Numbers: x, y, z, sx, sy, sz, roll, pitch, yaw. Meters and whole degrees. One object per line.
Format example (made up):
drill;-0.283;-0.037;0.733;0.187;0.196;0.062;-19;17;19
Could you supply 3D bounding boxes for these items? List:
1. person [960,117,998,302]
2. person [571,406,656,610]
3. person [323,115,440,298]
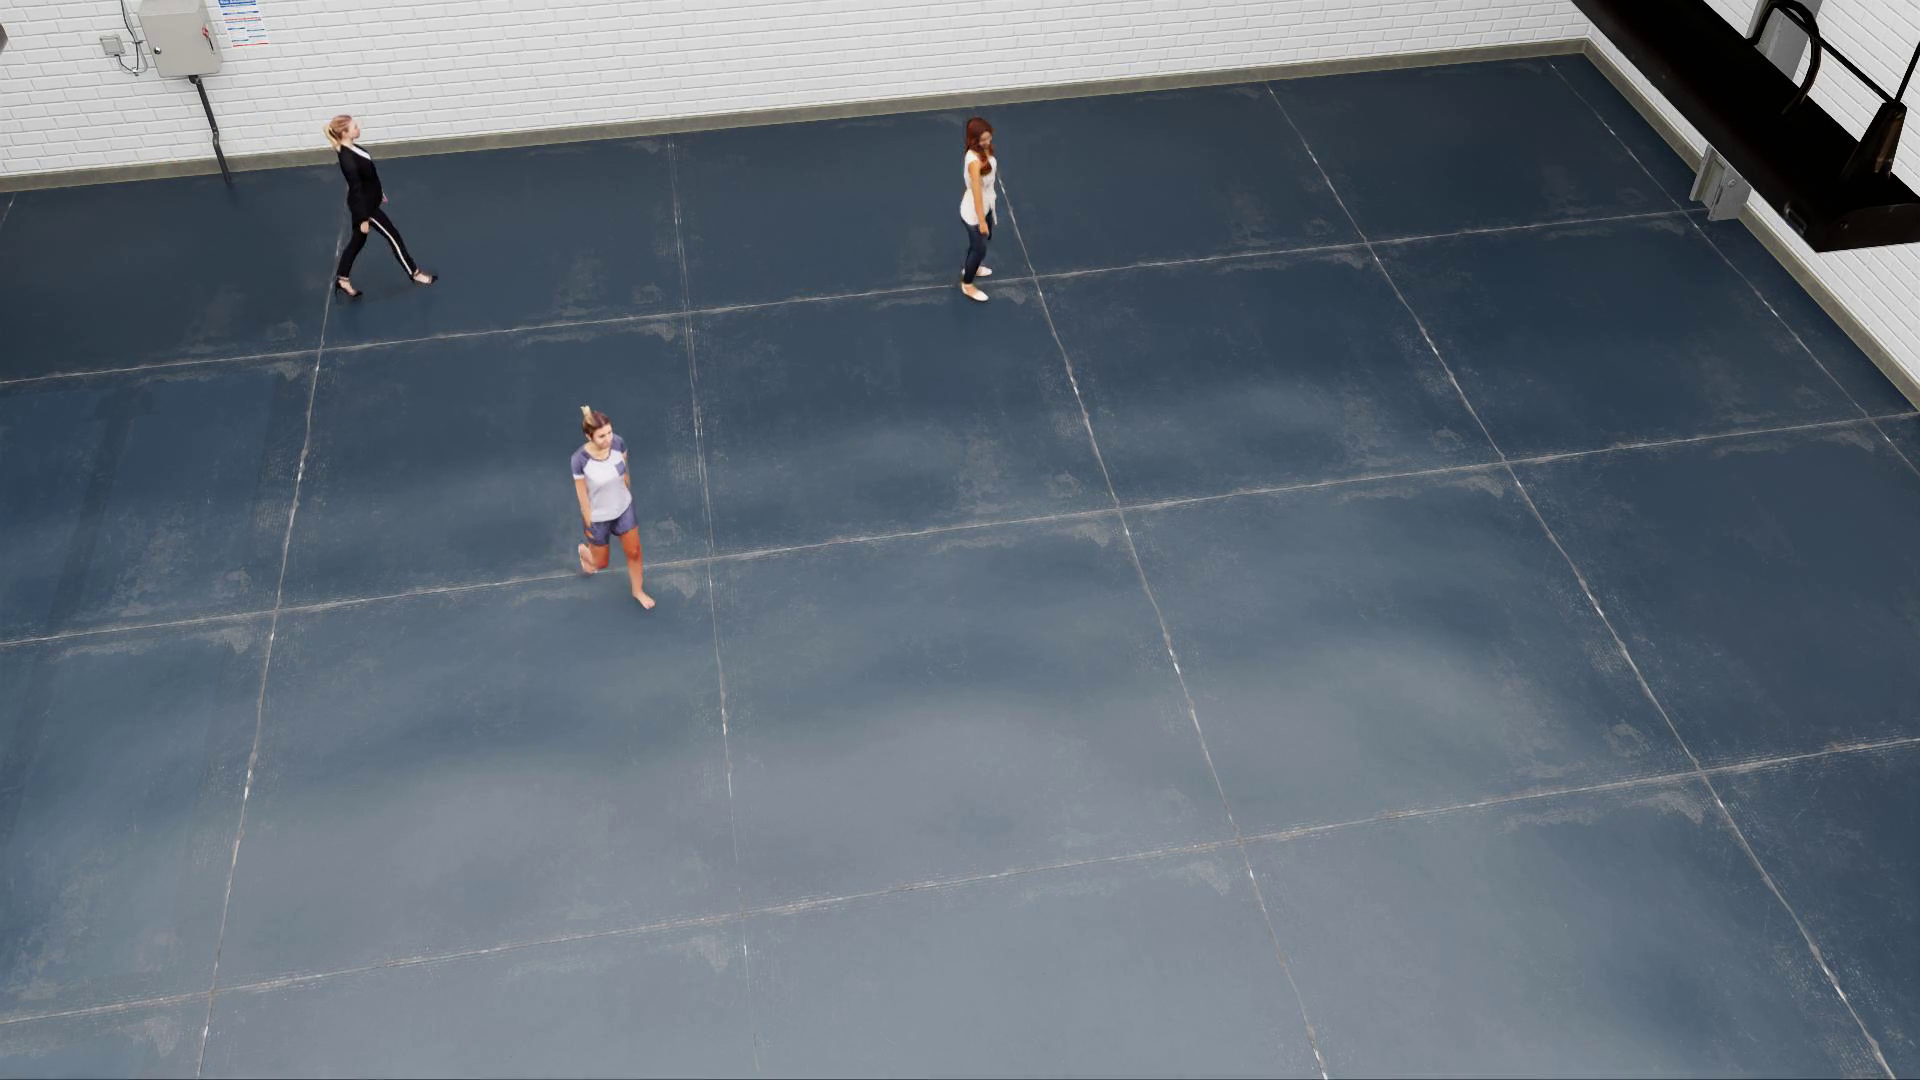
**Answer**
person;0.111;-2.696;13.501;0.893;1.744;0.680;-1;44;-1
person;-2.373;-0.222;11.005;0.815;1.604;0.964;-30;51;-28
person;-4.924;-2.669;13.534;0.885;1.660;1.080;-19;47;-19
